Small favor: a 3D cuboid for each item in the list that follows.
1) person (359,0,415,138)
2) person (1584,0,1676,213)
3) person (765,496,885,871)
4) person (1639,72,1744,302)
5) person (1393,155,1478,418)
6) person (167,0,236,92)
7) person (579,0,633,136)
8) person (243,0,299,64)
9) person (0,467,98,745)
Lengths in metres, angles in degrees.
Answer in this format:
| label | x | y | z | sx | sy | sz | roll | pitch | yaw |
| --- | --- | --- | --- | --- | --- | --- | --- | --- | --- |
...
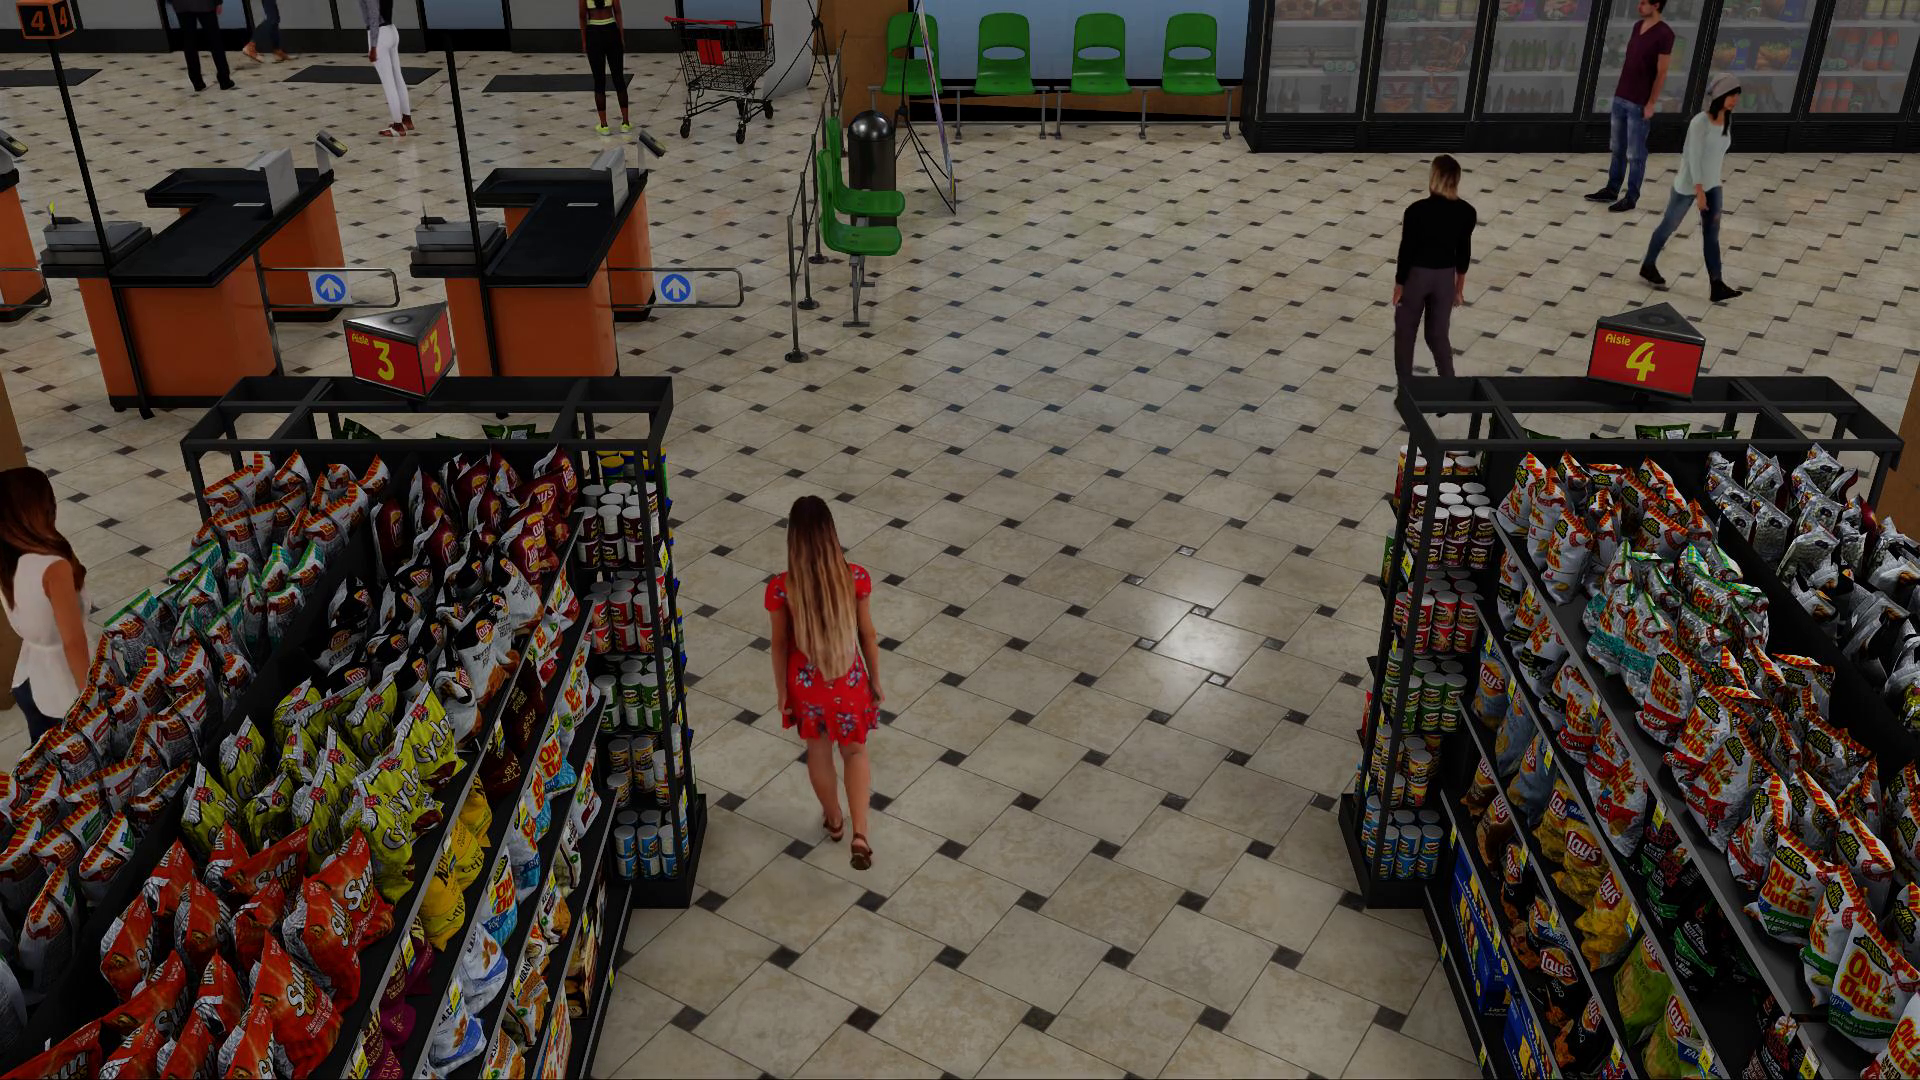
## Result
| label | x | y | z | sx | sy | sz | roll | pitch | yaw |
| --- | --- | --- | --- | --- | --- | --- | --- | --- | --- |
| person | -5.536 | -4.772 | 15.991 | 0.677 | 1.724 | 0.495 | 4 | 29 | 7 |
| person | 5.655 | -3.693 | 13.886 | 0.769 | 1.846 | 0.575 | -6 | 29 | -11 |
| person | -0.504 | 0.602 | 6.302 | 0.681 | 1.576 | 0.892 | -4 | 29 | -7 |
| person | 5.276 | -2.564 | 12.081 | 0.889 | 1.594 | 1.184 | -12 | 31 | -21 |
| person | 2.839 | -1.462 | 10.000 | 0.647 | 1.655 | 0.868 | -3 | 29 | -6 |
| person | -8.098 | -5.683 | 17.537 | 0.762 | 1.841 | 0.682 | -4 | 29 | -7 |
| person | -3.431 | -4.802 | 16.015 | 0.619 | 1.752 | 0.598 | -9 | 30 | -15 |
| person | -7.877 | -6.198 | 18.547 | 0.862 | 1.776 | 0.870 | -16 | 32 | -27 |
| person | -3.380 | 0.607 | 6.116 | 0.958 | 1.743 | 1.180 | 15 | 32 | 25 |
